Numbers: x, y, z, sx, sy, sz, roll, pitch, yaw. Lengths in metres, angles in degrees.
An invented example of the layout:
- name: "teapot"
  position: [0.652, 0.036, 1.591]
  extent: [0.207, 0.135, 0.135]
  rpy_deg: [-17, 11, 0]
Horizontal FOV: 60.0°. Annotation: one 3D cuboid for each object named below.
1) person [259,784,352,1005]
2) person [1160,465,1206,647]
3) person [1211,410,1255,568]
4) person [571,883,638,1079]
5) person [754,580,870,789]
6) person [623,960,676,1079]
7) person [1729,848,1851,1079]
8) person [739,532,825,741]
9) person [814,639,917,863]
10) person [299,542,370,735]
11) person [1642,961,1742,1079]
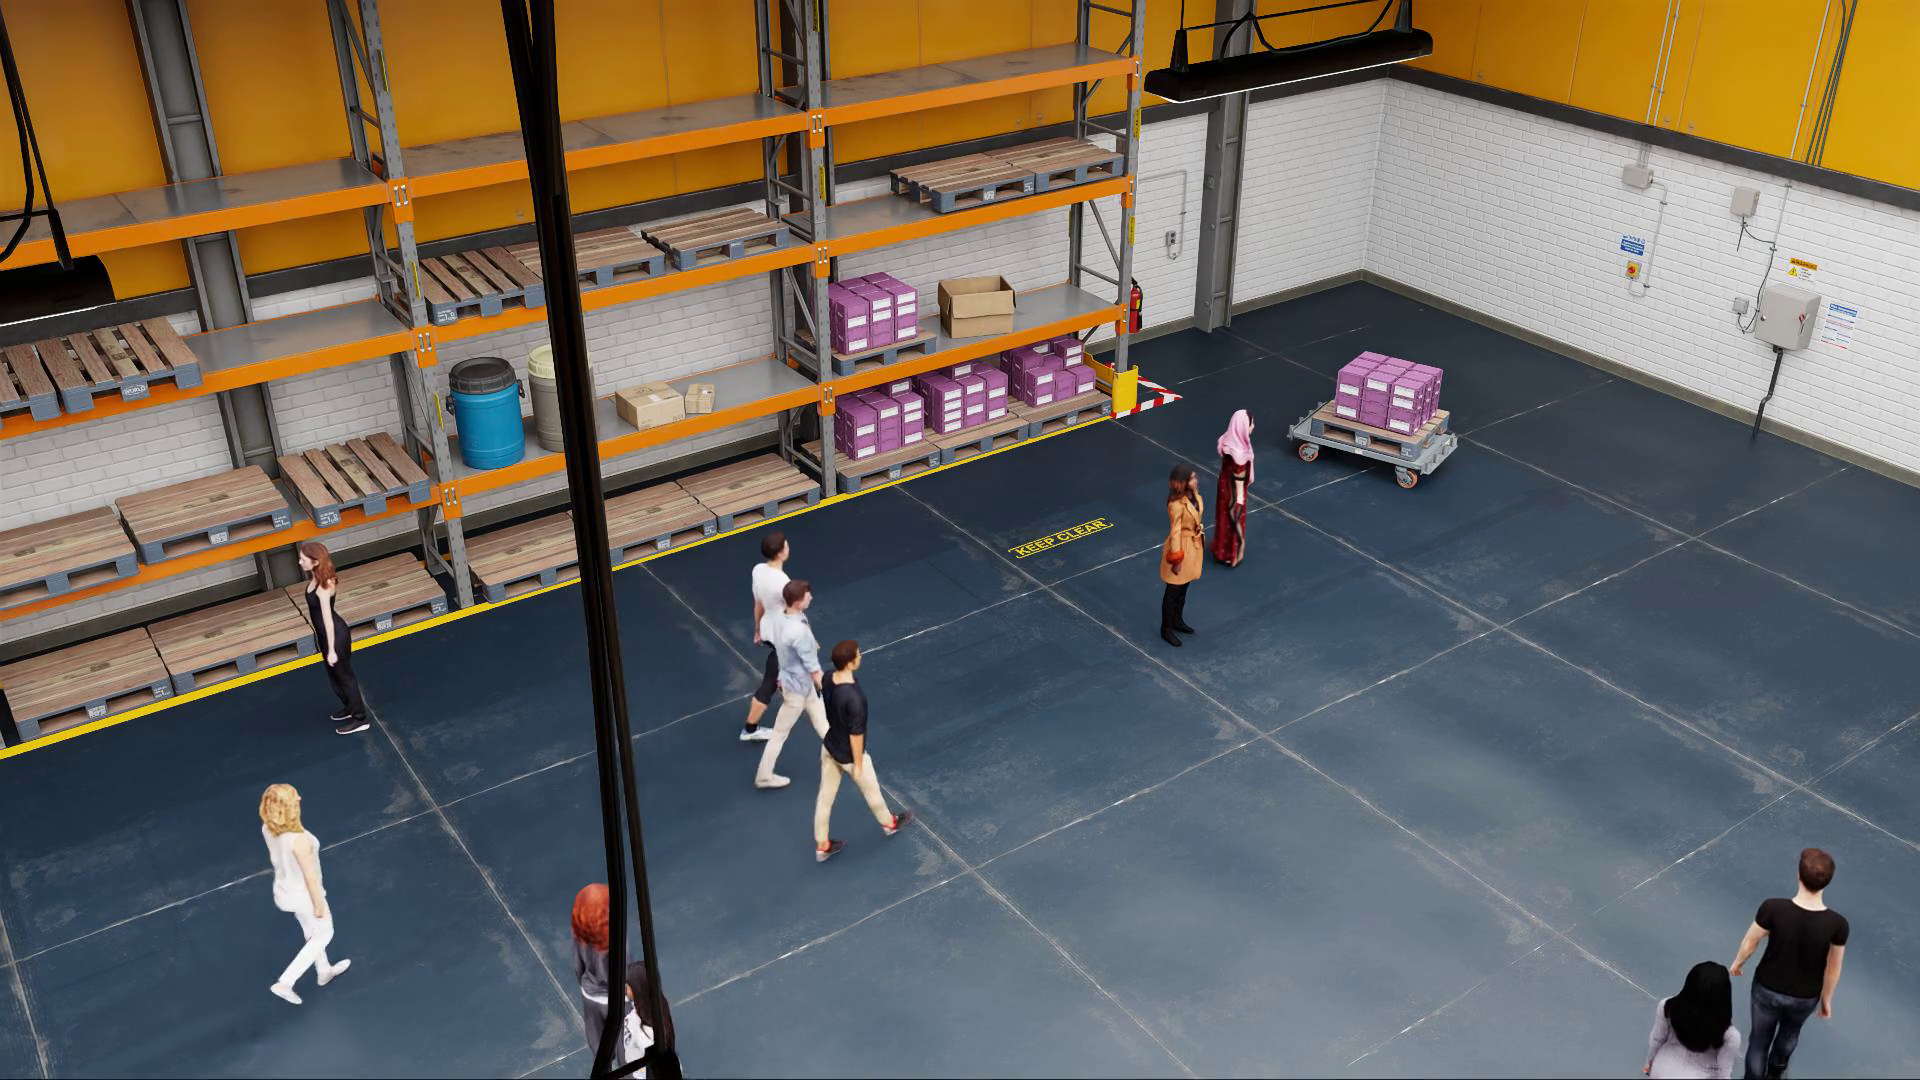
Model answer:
- name: "person"
  position: [-4.381, 2.331, 10.854]
  extent: [0.766, 1.654, 0.926]
  rpy_deg: [18, 33, 29]
- name: "person"
  position: [1.976, 0.118, 14.848]
  extent: [0.819, 1.715, 0.668]
  rpy_deg: [17, 33, 29]
- name: "person"
  position: [2.638, -0.519, 16.103]
  extent: [0.792, 1.631, 0.770]
  rpy_deg: [0, 29, 0]
- name: "person"
  position: [-2.095, 2.765, 9.930]
  extent: [0.655, 1.779, 0.648]
  rpy_deg: [14, 32, 24]
- name: "person"
  position: [-1.355, 1.165, 12.842]
  extent: [1.277, 1.797, 0.888]
  rpy_deg: [-10, 30, -17]
- name: "person"
  position: [-1.592, 3.075, 9.406]
  extent: [1.210, 1.735, 0.975]
  rpy_deg: [-2, 29, -4]
- name: "person"
  position: [4.922, 2.715, 9.914]
  extent: [0.959, 1.881, 1.047]
  rpy_deg: [12, 31, 21]
- name: "person"
  position: [-1.535, 0.824, 13.459]
  extent: [1.216, 1.806, 0.655]
  rpy_deg: [-19, 34, -30]
- name: "person"
  position: [-0.911, 1.566, 12.080]
  extent: [1.059, 1.823, 0.690]
  rpy_deg: [-21, 35, -33]
- name: "person"
  position: [-5.112, 0.784, 13.597]
  extent: [0.497, 1.744, 0.555]
  rpy_deg: [-18, 34, -30]
- name: "person"
  position: [4.023, 3.118, 9.339]
  extent: [0.690, 1.724, 0.666]
  rpy_deg: [22, 35, 34]
